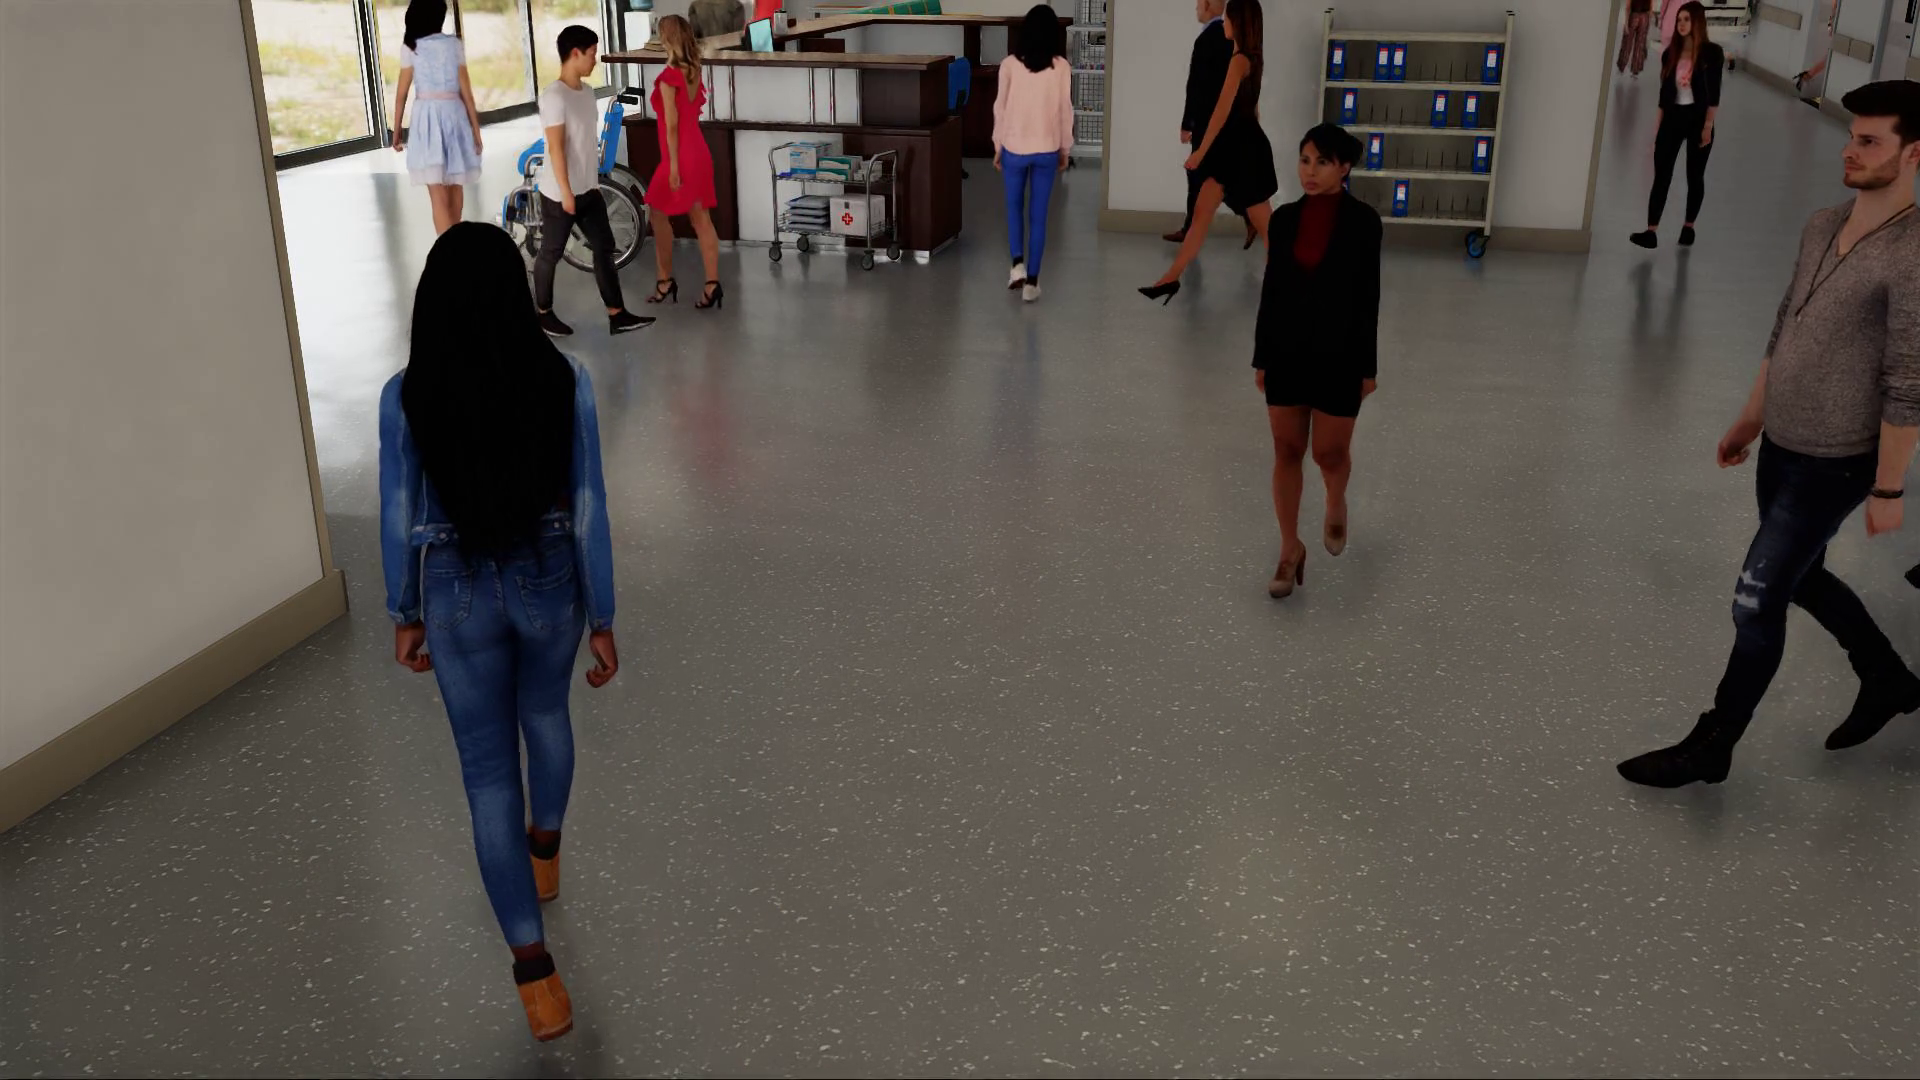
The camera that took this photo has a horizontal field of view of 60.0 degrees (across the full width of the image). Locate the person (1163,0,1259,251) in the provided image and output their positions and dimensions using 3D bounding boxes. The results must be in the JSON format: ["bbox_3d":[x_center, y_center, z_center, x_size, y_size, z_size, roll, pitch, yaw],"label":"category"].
[{"bbox_3d":[1.810,-2.886,11.544,1.145,1.775,0.873,13,24,30],"label":"person"}]

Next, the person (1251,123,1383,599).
[{"bbox_3d":[1.230,-0.590,5.685,0.693,1.631,0.729,11,24,27],"label":"person"}]

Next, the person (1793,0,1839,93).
[{"bbox_3d":[10.815,-6.329,20.597,0.925,1.802,1.047,-15,26,-35],"label":"person"}]

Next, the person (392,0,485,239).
[{"bbox_3d":[-3.257,-2.521,10.558,0.948,1.790,0.999,-10,23,-24],"label":"person"}]

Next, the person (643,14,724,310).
[{"bbox_3d":[-1.556,-2.210,9.848,0.757,1.712,0.651,9,23,23],"label":"person"}]

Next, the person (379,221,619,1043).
[{"bbox_3d":[-0.937,0.228,3.468,1.180,1.671,1.128,-7,22,-19],"label":"person"}]

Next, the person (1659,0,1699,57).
[{"bbox_3d":[9.500,-6.848,21.988,0.765,1.787,0.696,4,21,11],"label":"person"}]

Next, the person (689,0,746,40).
[{"bbox_3d":[-2.171,-4.159,14.800,0.988,1.848,0.786,4,21,12],"label":"person"}]

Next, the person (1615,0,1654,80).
[{"bbox_3d":[9.611,-7.281,23.513,1.032,1.515,0.688,3,21,8],"label":"person"}]

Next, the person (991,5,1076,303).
[{"bbox_3d":[0.424,-2.305,10.043,0.599,1.751,0.755,2,21,6],"label":"person"}]

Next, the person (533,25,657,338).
[{"bbox_3d":[-2.226,-1.958,9.229,0.978,1.679,0.766,9,23,22],"label":"person"}]

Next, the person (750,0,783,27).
[{"bbox_3d":[-2.359,-6.054,19.887,0.960,1.791,1.049,-15,25,-34],"label":"person"}]

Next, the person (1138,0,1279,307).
[{"bbox_3d":[1.700,-2.107,9.483,1.175,1.777,0.628,4,21,10],"label":"person"}]

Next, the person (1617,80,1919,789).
[{"bbox_3d":[2.331,-0.225,4.380,1.216,1.874,0.868,0,21,1],"label":"person"}]

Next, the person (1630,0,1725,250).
[{"bbox_3d":[5.149,-2.884,11.691,1.100,1.667,0.987,15,25,34],"label":"person"}]
